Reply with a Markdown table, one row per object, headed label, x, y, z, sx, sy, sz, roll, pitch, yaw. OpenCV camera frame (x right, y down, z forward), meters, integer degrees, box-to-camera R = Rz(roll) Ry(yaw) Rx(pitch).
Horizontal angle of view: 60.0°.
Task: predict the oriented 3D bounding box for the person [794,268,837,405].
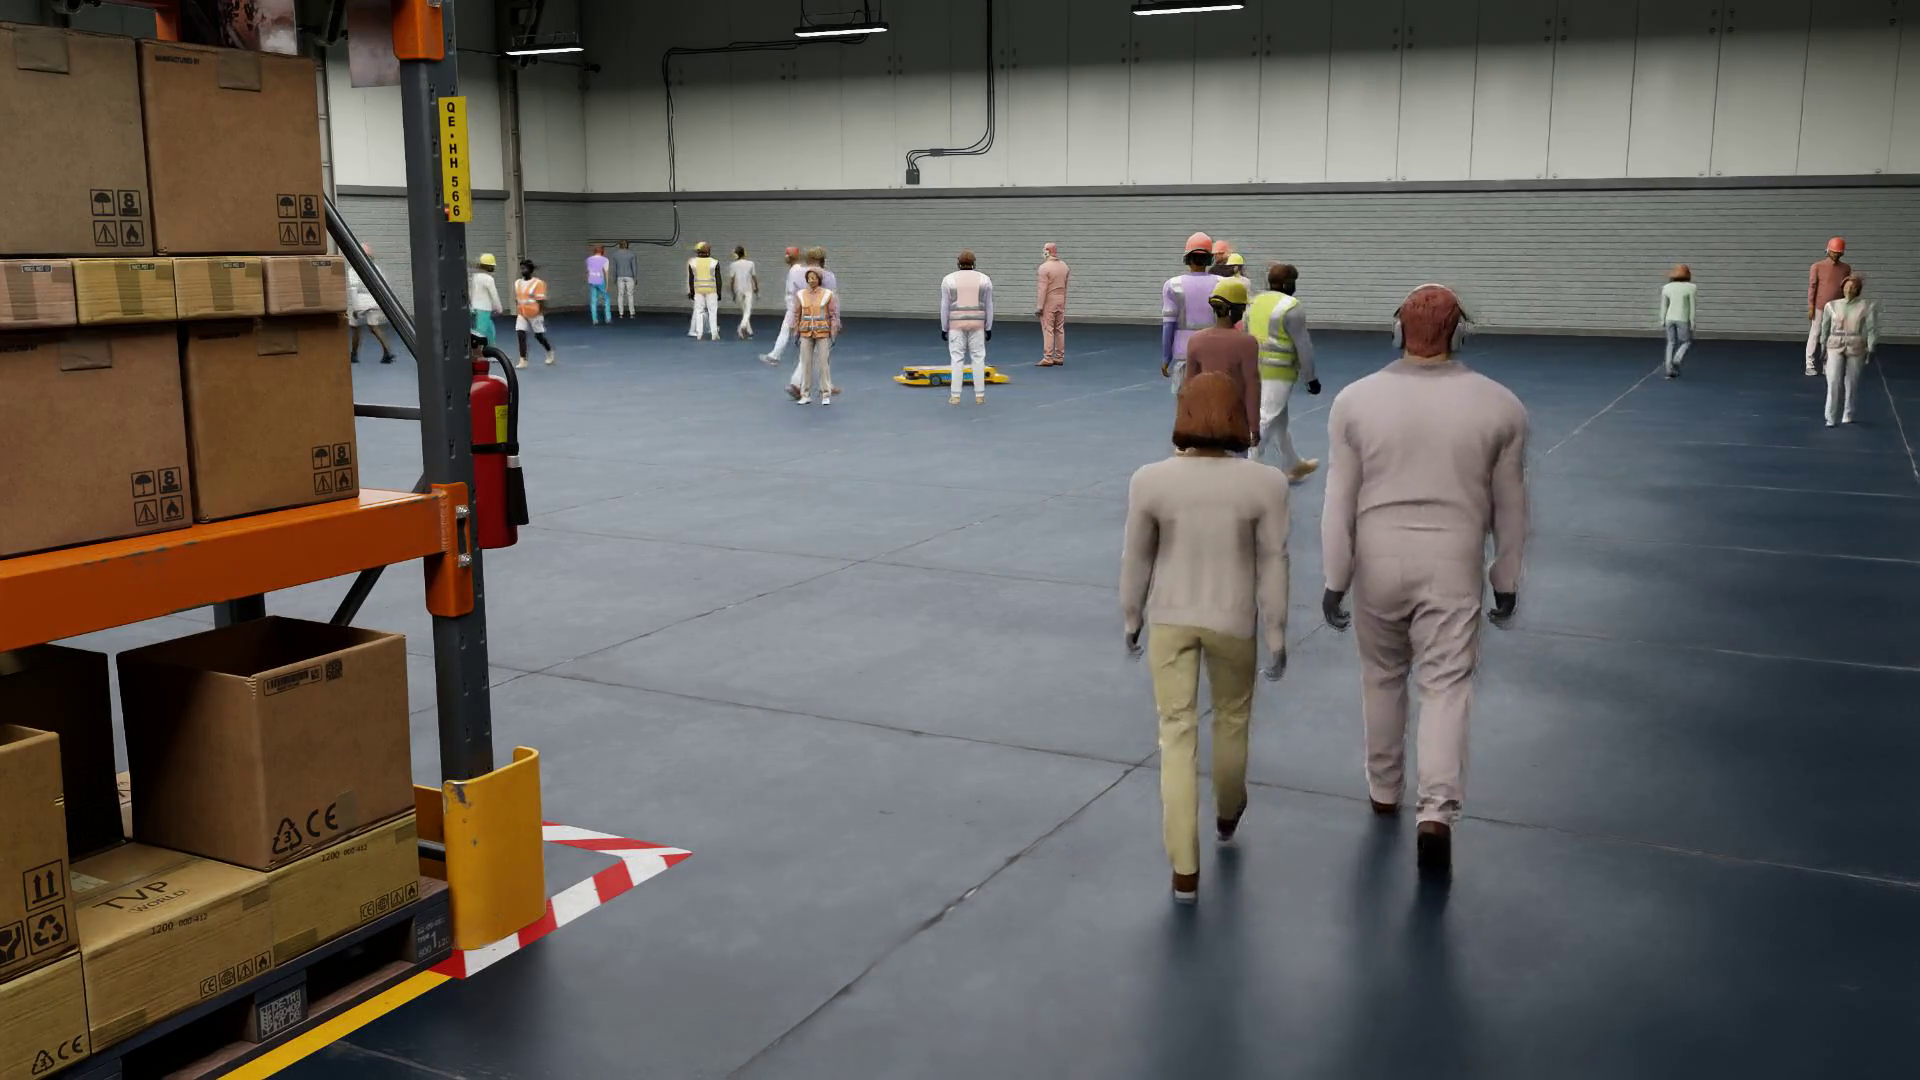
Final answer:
| label | x | y | z | sx | sy | sz | roll | pitch | yaw |
| --- | --- | --- | --- | --- | --- | --- | --- | --- | --- |
| person | -1.732 | -2.430 | 19.895 | 0.525 | 1.636 | 0.307 | 2 | 11 | 11 |

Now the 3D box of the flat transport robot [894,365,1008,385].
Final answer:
| label | x | y | z | sx | sy | sz | roll | pitch | yaw |
| --- | --- | --- | --- | --- | --- | --- | --- | --- | --- |
| flat transport robot | -0.130 | -2.263 | 22.714 | 1.431 | 0.197 | 0.652 | -4 | 11 | -20 |

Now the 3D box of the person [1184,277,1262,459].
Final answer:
| label | x | y | z | sx | sy | sz | roll | pitch | yaw |
| --- | --- | --- | --- | --- | --- | --- | --- | --- | --- |
| person | 1.638 | -0.736 | 10.306 | 0.533 | 1.767 | 0.321 | 9 | 14 | 41 |

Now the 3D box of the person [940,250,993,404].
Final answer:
| label | x | y | z | sx | sy | sz | roll | pitch | yaw |
| --- | --- | --- | --- | --- | --- | --- | --- | --- | --- |
| person | 0.077 | -2.548 | 19.981 | 0.637 | 1.842 | 0.429 | -1 | 10 | -6 |

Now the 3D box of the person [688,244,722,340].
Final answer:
| label | x | y | z | sx | sy | sz | roll | pitch | yaw |
| --- | --- | --- | --- | --- | --- | --- | --- | --- | --- |
| person | -4.930 | -4.805 | 32.286 | 0.634 | 1.842 | 0.429 | 0 | 10 | 2 |

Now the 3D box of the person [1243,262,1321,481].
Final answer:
| label | x | y | z | sx | sy | sz | roll | pitch | yaw |
| --- | --- | --- | --- | --- | --- | --- | --- | --- | --- |
| person | 2.612 | -1.315 | 13.373 | 0.931 | 1.795 | 0.638 | -4 | 11 | -23 |

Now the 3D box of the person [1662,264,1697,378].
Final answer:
| label | x | y | z | sx | sy | sz | roll | pitch | yaw |
| --- | --- | --- | --- | --- | --- | --- | --- | --- | --- |
| person | 10.186 | -3.096 | 23.565 | 0.347 | 1.616 | 0.522 | -9 | 13 | -39 |

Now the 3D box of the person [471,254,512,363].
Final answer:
| label | x | y | z | sx | sy | sz | roll | pitch | yaw |
| --- | --- | --- | --- | --- | --- | --- | --- | --- | --- |
| person | -7.282 | -3.565 | 25.822 | 0.854 | 1.727 | 0.528 | -9 | 14 | -40 |

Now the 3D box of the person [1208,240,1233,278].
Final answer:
| label | x | y | z | sx | sy | sz | roll | pitch | yaw |
| --- | --- | --- | --- | --- | --- | --- | --- | --- | --- |
| person | 3.866 | -3.376 | 24.204 | 0.969 | 1.960 | 0.621 | -8 | 13 | -38 |

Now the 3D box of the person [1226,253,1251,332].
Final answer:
| label | x | y | z | sx | sy | sz | roll | pitch | yaw |
| --- | --- | --- | --- | --- | --- | --- | --- | --- | --- |
| person | 3.827 | -3.106 | 23.228 | 0.317 | 1.769 | 0.523 | -7 | 13 | -35 |

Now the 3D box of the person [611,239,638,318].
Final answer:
| label | x | y | z | sx | sy | sz | roll | pitch | yaw |
| --- | --- | --- | --- | --- | --- | --- | --- | --- | --- |
| person | -8.194 | -6.395 | 40.710 | 0.627 | 1.933 | 0.371 | 1 | 10 | 5 |

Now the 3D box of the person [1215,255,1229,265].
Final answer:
| label | x | y | z | sx | sy | sz | roll | pitch | yaw |
| --- | --- | --- | --- | --- | --- | --- | --- | --- | --- |
| person | 4.940 | -4.588 | 31.238 | 0.893 | 1.800 | 0.601 | -4 | 11 | -18 |

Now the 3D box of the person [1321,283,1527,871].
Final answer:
| label | x | y | z | sx | sy | sz | roll | pitch | yaw |
| --- | --- | --- | --- | --- | --- | --- | --- | --- | --- |
| person | 1.515 | 0.101 | 5.460 | 0.648 | 1.878 | 0.936 | 3 | 11 | 14 |

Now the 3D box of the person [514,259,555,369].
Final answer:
| label | x | y | z | sx | sy | sz | roll | pitch | yaw |
| --- | --- | --- | --- | --- | --- | --- | --- | --- | --- |
| person | -6.523 | -3.454 | 25.395 | 0.537 | 1.673 | 0.758 | 4 | 11 | 21 |

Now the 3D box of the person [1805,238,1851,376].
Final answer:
| label | x | y | z | sx | sy | sz | roll | pitch | yaw |
| --- | --- | --- | --- | --- | --- | --- | --- | --- | --- |
| person | 12.542 | -3.358 | 24.009 | 0.611 | 1.985 | 0.393 | -1 | 10 | -4 |

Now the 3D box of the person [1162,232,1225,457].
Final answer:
| label | x | y | z | sx | sy | sz | roll | pitch | yaw |
| --- | --- | --- | --- | --- | --- | --- | --- | --- | --- |
| person | 2.016 | -1.591 | 14.212 | 0.607 | 2.044 | 0.378 | 0 | 10 | -2 |

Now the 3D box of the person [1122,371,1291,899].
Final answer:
| label | x | y | z | sx | sy | sz | roll | pitch | yaw |
| --- | --- | --- | --- | --- | --- | --- | --- | --- | --- |
| person | 0.780 | 0.263 | 5.293 | 0.523 | 1.592 | 0.801 | 2 | 11 | 11 |

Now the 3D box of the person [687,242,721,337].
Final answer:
| label | x | y | z | sx | sy | sz | roll | pitch | yaw |
| --- | --- | --- | --- | --- | --- | --- | --- | --- | --- |
| person | -5.138 | -5.034 | 33.444 | 0.591 | 1.873 | 0.983 | 9 | 13 | 39 |

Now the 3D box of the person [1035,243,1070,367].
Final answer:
| label | x | y | z | sx | sy | sz | roll | pitch | yaw |
| --- | --- | --- | --- | --- | --- | --- | --- | --- | --- |
| person | 1.398 | -3.637 | 25.759 | 0.409 | 1.903 | 0.639 | 9 | 14 | 41 |

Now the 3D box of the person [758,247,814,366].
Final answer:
| label | x | y | z | sx | sy | sz | roll | pitch | yaw |
| --- | --- | --- | --- | --- | --- | --- | --- | --- | --- |
| person | -2.641 | -3.604 | 25.757 | 0.979 | 1.829 | 0.596 | 1 | 10 | 5 |

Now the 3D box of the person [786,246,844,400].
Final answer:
| label | x | y | z | sx | sy | sz | roll | pitch | yaw |
| --- | --- | --- | --- | --- | --- | --- | --- | --- | --- |
| person | -1.850 | -2.694 | 20.652 | 0.622 | 1.902 | 0.988 | 10 | 14 | 44 |

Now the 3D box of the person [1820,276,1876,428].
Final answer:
| label | x | y | z | sx | sy | sz | roll | pitch | yaw |
| --- | --- | --- | --- | --- | --- | --- | --- | --- | --- |
| person | 9.465 | -2.015 | 17.739 | 0.528 | 1.599 | 0.844 | 6 | 12 | 31 |

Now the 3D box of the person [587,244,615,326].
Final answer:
| label | x | y | z | sx | sy | sz | roll | pitch | yaw |
| --- | --- | --- | --- | --- | --- | --- | --- | --- | --- |
| person | -8.073 | -5.727 | 37.384 | 0.577 | 1.816 | 0.725 | 3 | 11 | 17 |

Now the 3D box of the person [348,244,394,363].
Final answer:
| label | x | y | z | sx | sy | sz | roll | pitch | yaw |
| --- | --- | --- | --- | --- | --- | --- | --- | --- | --- |
| person | -9.390 | -3.732 | 26.283 | 0.931 | 1.904 | 0.557 | 6 | 12 | 30 |

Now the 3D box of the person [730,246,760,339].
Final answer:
| label | x | y | z | sx | sy | sz | roll | pitch | yaw |
| --- | --- | --- | --- | --- | --- | --- | --- | --- | --- |
| person | -4.220 | -4.825 | 32.434 | 0.553 | 1.830 | 0.825 | 2 | 11 | 13 |
